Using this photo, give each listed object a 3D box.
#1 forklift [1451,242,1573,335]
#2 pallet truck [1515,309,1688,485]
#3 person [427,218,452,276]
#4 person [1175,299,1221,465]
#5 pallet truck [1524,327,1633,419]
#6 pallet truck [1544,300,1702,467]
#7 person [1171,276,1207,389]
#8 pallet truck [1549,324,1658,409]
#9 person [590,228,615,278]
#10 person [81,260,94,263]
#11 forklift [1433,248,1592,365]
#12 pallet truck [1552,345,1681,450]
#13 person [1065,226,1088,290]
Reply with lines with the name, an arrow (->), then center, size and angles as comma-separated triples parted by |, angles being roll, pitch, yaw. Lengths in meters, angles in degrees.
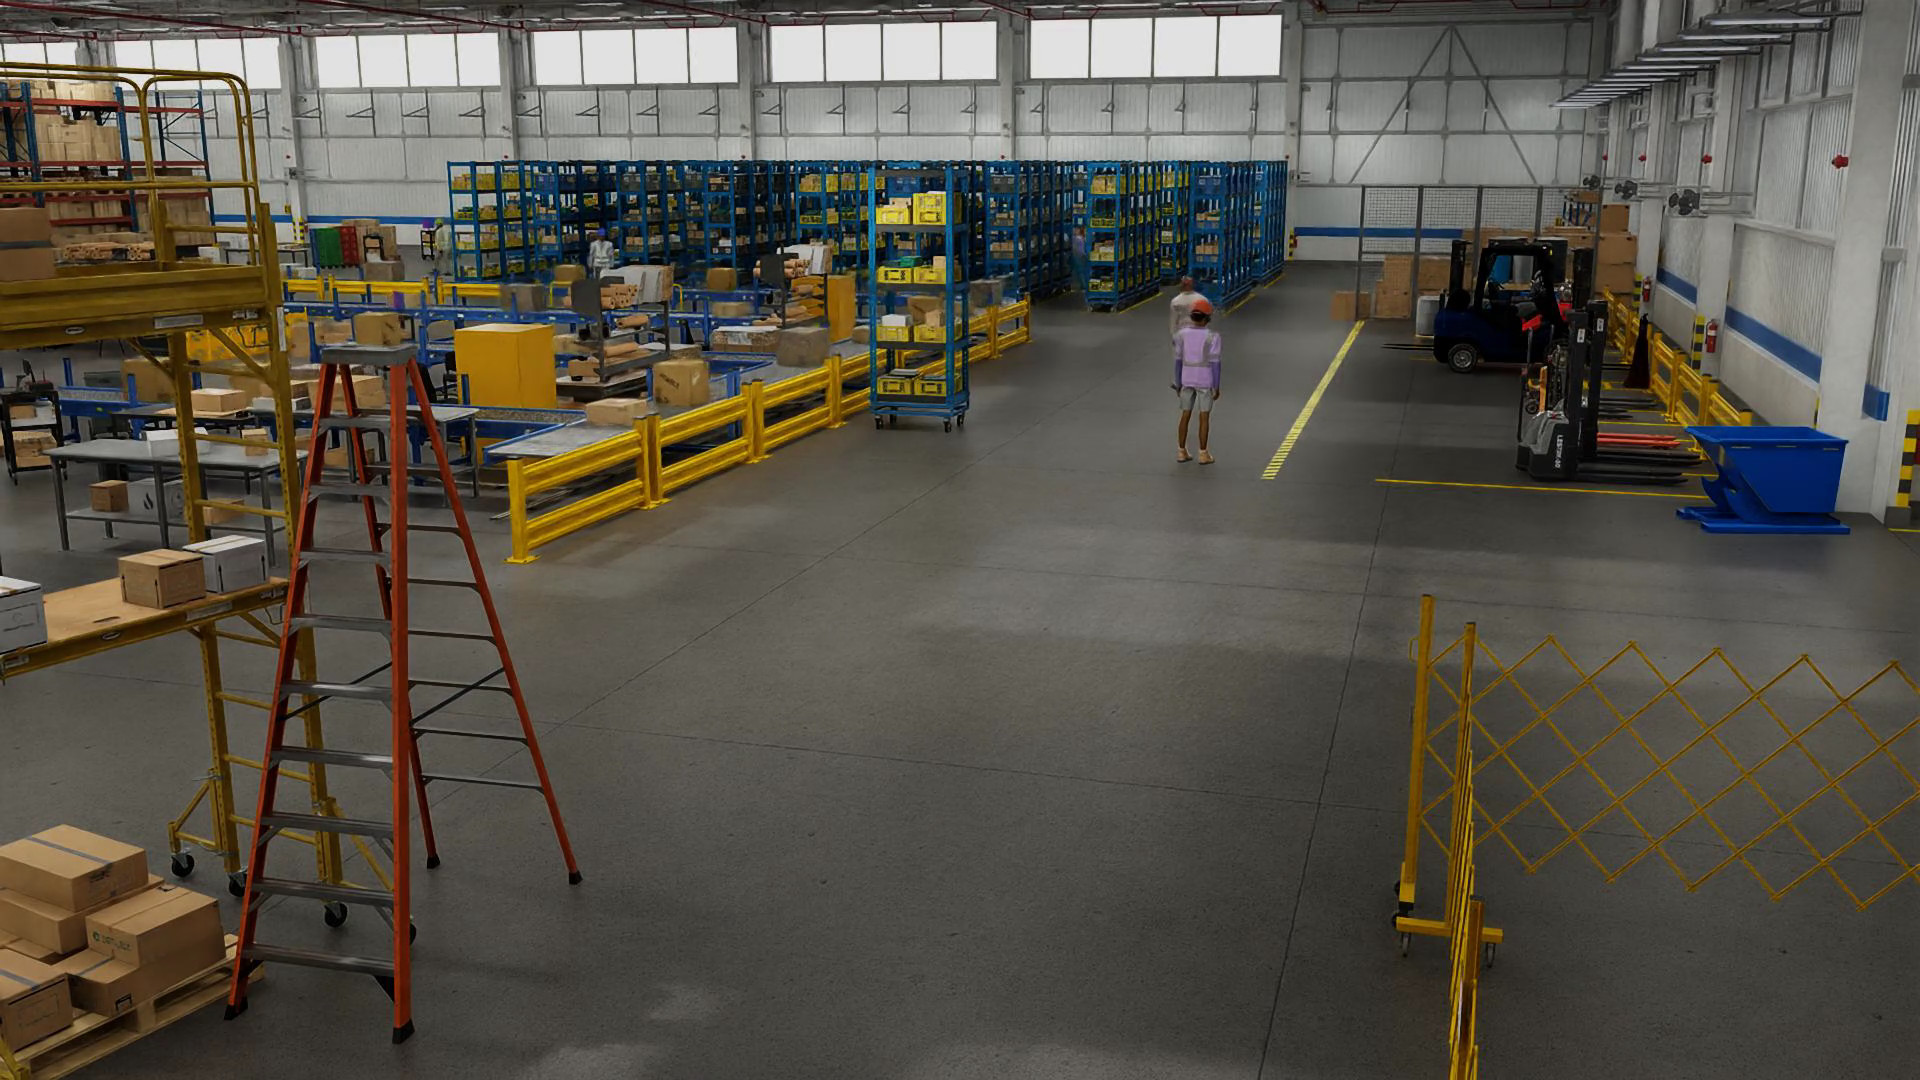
forklift -> 10.464, -4.597, 31.405 | 2.680, 1.987, 1.157 | 4, 14, 16
pallet truck -> 7.554, -1.677, 19.446 | 1.885, 1.965, 0.823 | 3, 13, 14
person -> -16.477, -9.239, 52.539 | 0.814, 1.804, 0.593 | 3, 13, 12
person -> 2.944, -1.949, 20.546 | 0.608, 2.034, 0.406 | 8, 15, 32
pallet truck -> 9.065, -2.460, 24.370 | 1.522, 1.261, 0.704 | 3, 13, 14
pallet truck -> 8.263, -1.952, 20.631 | 1.885, 1.965, 0.823 | 5, 14, 20
person -> 3.688, -3.311, 26.778 | 0.635, 1.878, 0.907 | -3, 13, -12
pallet truck -> 9.824, -2.669, 25.407 | 1.601, 1.201, 0.680 | 4, 14, 16
person -> -9.209, -7.068, 42.896 | 0.635, 1.920, 0.531 | -3, 13, -12
person -> -19.274, -5.606, 36.955 | 0.597, 1.746, 0.539 | 2, 13, 9
forklift -> 9.780, -4.111, 29.280 | 2.680, 1.987, 1.157 | 3, 13, 14
pallet truck -> 8.641, -1.896, 21.908 | 1.630, 1.274, 0.653 | 4, 14, 16
person -> 3.326, -8.020, 47.261 | 0.794, 1.812, 0.563 | 4, 14, 17
